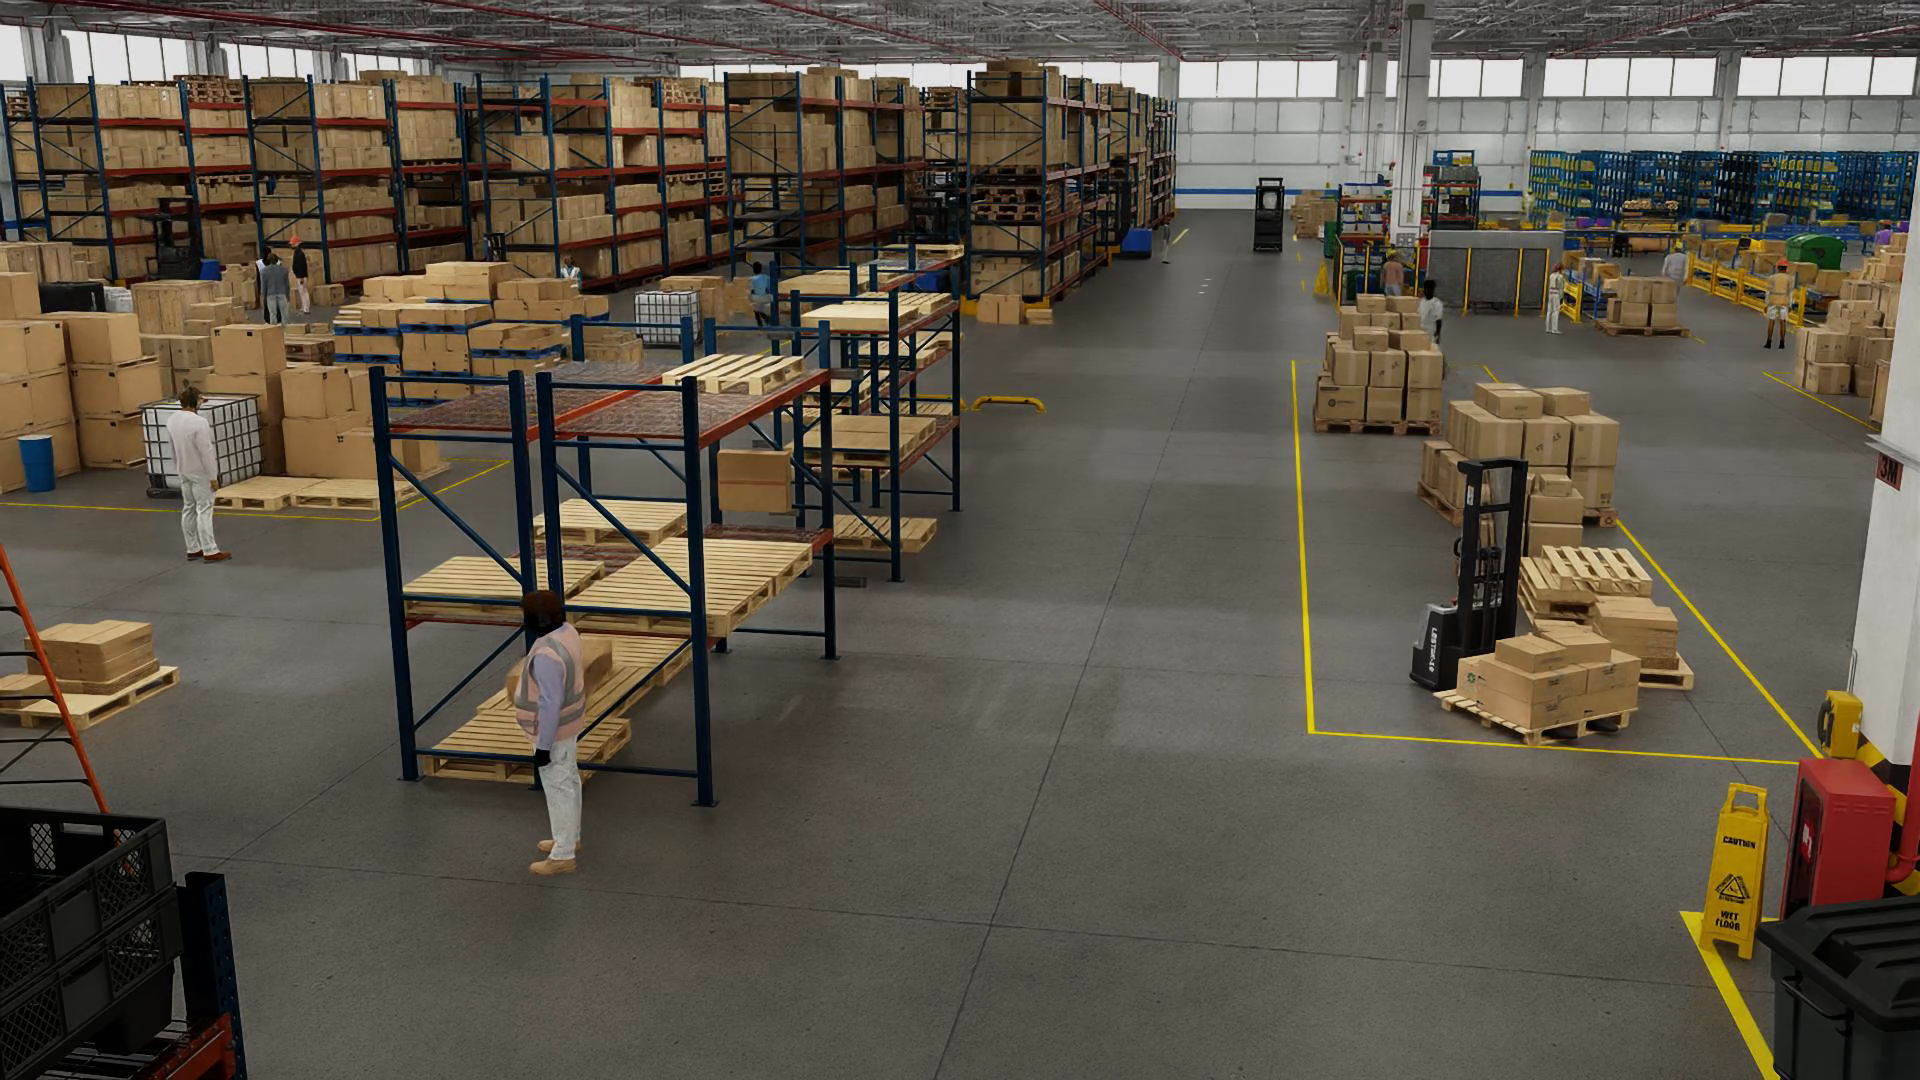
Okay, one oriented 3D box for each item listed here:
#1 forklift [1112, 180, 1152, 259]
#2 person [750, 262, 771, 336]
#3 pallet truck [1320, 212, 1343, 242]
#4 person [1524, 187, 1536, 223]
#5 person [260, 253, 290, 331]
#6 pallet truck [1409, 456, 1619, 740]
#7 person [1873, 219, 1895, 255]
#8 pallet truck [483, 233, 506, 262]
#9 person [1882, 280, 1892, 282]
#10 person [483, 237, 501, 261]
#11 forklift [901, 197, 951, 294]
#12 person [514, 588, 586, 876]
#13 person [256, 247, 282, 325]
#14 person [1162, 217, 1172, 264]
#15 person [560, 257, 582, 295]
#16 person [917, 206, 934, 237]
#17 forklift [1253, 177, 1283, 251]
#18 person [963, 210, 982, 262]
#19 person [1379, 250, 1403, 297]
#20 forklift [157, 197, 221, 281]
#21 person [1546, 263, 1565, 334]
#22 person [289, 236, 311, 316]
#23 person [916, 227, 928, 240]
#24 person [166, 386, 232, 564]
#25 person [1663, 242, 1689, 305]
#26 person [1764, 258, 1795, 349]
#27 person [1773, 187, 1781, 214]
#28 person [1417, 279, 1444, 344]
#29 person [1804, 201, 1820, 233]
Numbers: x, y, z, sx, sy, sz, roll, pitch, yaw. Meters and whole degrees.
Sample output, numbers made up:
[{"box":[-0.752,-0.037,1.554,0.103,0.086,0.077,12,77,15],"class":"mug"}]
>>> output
[{"box":[6.082,-11.722,60.796,1.873,2.768,1.129,2,14,9],"class":"forklift"},{"box":[-4.586,-5.514,38.041,0.389,1.688,0.537,8,16,29],"class":"person"},{"box":[15.874,-13.227,70.310,0.680,1.201,1.601,10,17,35],"class":"pallet truck"},{"box":[28.763,-16.896,84.002,0.599,1.809,0.564,-1,14,-3],"class":"person"},{"box":[-15.423,-5.505,37.515,0.630,1.931,0.366,-10,17,-36],"class":"person"},{"box":[4.504,0.400,13.395,0.823,1.965,1.885,-6,15,-23],"class":"pallet truck"},{"box":[28.883,-9.062,52.006,0.542,1.909,0.926,6,15,23],"class":"person"},{"box":[-11.832,-7.026,43.548,1.885,1.965,0.823,8,16,28],"class":"pallet truck"},{"box":[17.417,-3.984,31.487,0.527,1.851,0.564,3,14,12],"class":"person"},{"box":[-14.173,-8.643,50.448,0.430,1.836,0.633,13,19,42],"class":"person"},{"box":[-0.960,-8.091,46.055,1.129,2.768,1.873,3,14,10],"class":"forklift"},{"box":[-2.578,1.195,10.492,0.429,1.844,0.627,-1,14,-3],"class":"person"},{"box":[-16.449,-6.030,39.680,0.587,1.913,0.395,-3,14,-12],"class":"person"},{"box":[7.314,-10.581,58.726,0.287,1.632,0.507,0,14,0],"class":"person"},{"box":[-9.407,-6.035,40.278,0.527,1.631,0.320,1,14,3],"class":"person"},{"box":[-1.203,-10.909,59.313,1.015,1.985,0.610,8,16,30],"class":"person"},{"box":[12.083,-12.747,64.956,1.129,2.768,1.873,3,14,10],"class":"forklift"},{"box":[0.403,-10.804,59.142,1.026,1.889,0.538,7,15,25],"class":"person"},{"box":[10.688,-6.285,41.082,0.665,1.730,0.366,6,15,25],"class":"person"},{"box":[-21.319,-7.972,45.570,1.129,2.768,1.873,3,14,10],"class":"forklift"},{"box":[13.757,-5.578,38.407,0.307,1.638,0.512,-3,14,-13],"class":"person"},{"box":[-16.750,-6.693,42.197,0.390,1.995,0.613,-7,16,-27],"class":"person"},{"box":[-1.279,-9.072,52.563,0.548,1.640,0.884,1,14,6],"class":"person"},{"box":[-8.268,-0.710,18.022,0.635,1.938,0.359,8,16,29],"class":"person"},{"box":[18.572,-6.832,43.179,0.589,1.796,0.904,4,14,15],"class":"person"},{"box":[17.615,-5.084,35.797,0.545,1.933,0.376,5,15,20],"class":"person"},{"box":[40.655,-16.718,82.894,0.370,1.996,0.622,5,15,19],"class":"person"},{"box":[8.631,-3.856,30.773,0.508,1.954,0.643,-5,15,-21],"class":"person"},{"box":[35.418,-13.218,69.230,0.828,1.735,0.531,4,14,17],"class":"person"}]
